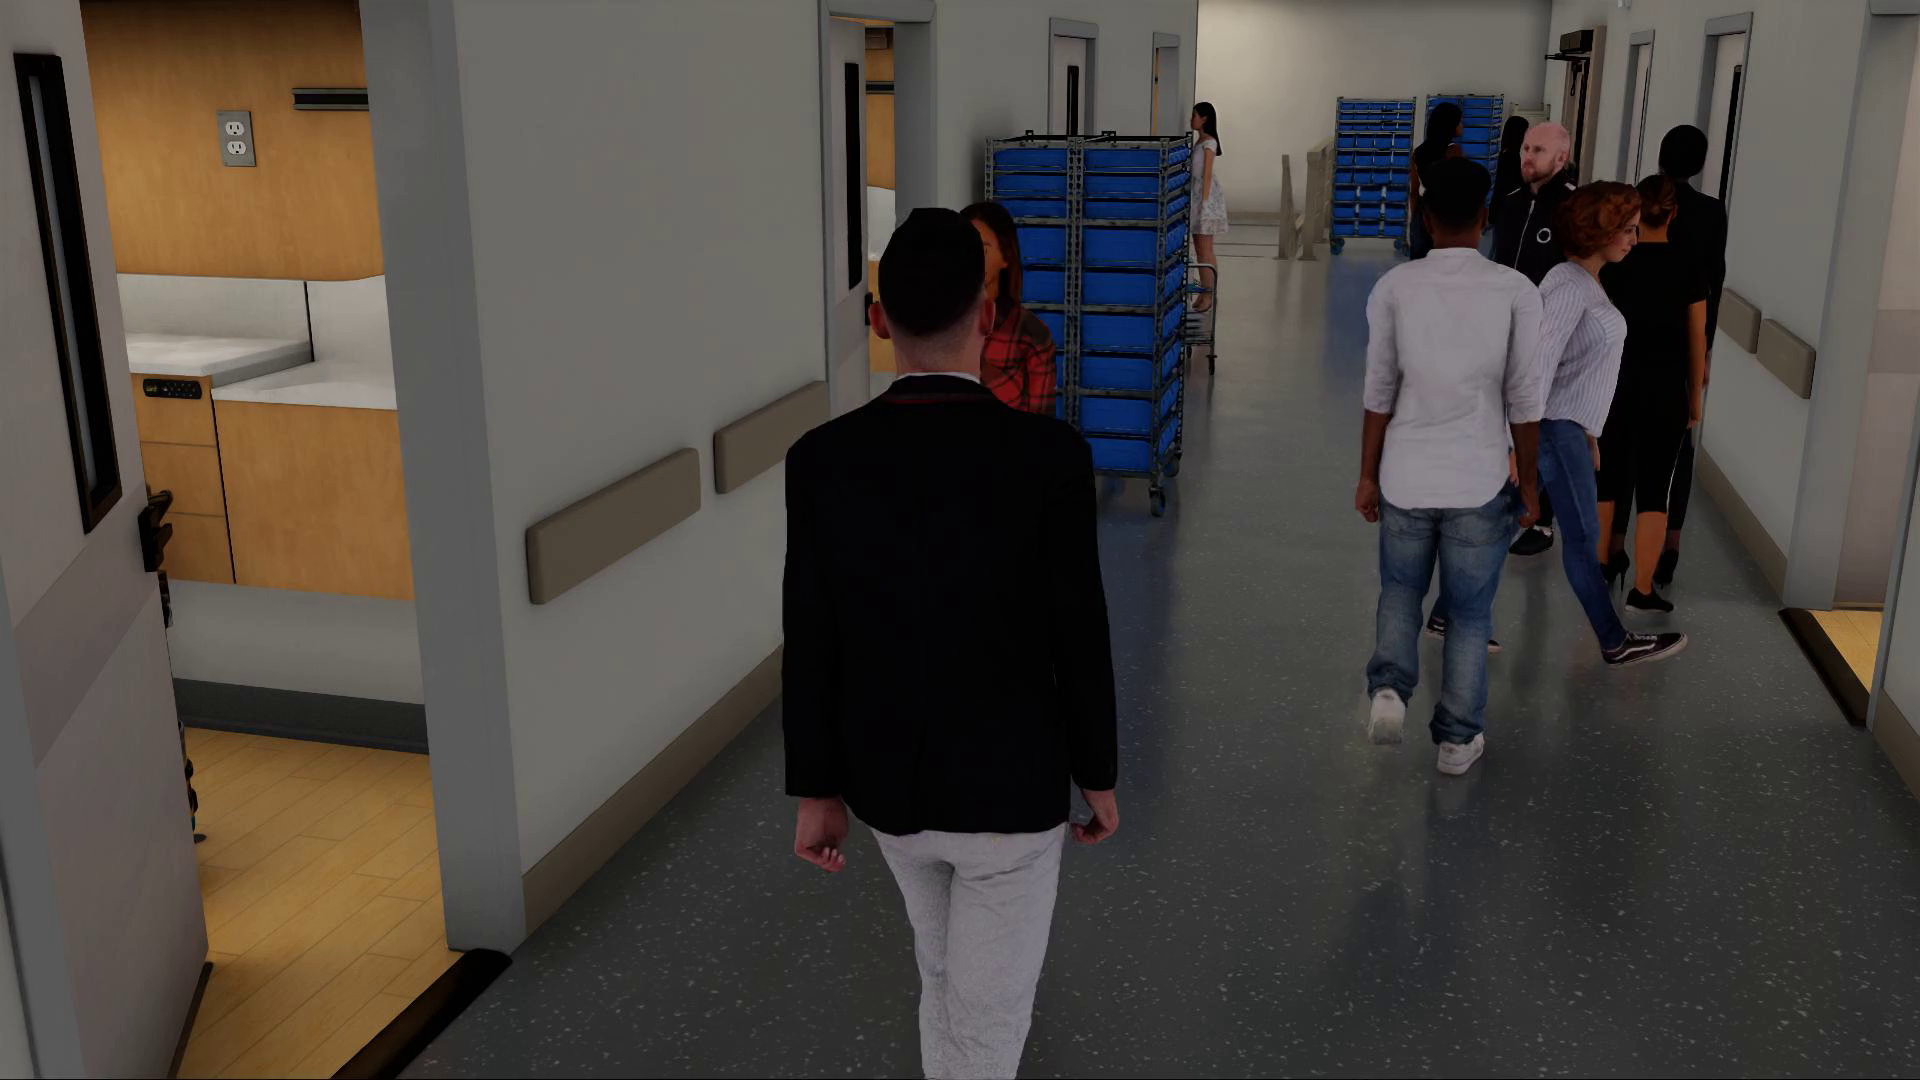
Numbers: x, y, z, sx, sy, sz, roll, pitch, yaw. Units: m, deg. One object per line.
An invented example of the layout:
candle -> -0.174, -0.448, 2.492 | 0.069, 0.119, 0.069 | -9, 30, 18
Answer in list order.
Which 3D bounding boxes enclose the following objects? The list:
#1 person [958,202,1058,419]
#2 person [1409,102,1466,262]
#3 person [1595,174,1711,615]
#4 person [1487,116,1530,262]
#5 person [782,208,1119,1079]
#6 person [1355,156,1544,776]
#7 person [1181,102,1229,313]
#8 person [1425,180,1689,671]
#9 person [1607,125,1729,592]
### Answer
person -> 0.087, -0.093, 4.691 | 0.712, 1.685, 0.967 | 7, 17, 23
person -> 3.564, -2.350, 12.471 | 0.807, 1.807, 0.747 | -9, 18, -29
person -> 2.589, -0.521, 6.333 | 0.619, 1.617, 0.962 | 5, 17, 18
person -> 4.940, -3.004, 15.092 | 0.649, 1.644, 0.502 | 1, 16, 5
person -> -0.036, 0.449, 2.534 | 0.756, 1.812, 1.167 | 6, 17, 20
person -> 1.368, -0.178, 4.806 | 0.765, 1.785, 0.813 | 10, 19, 32
person -> 2.098, -2.877, 14.409 | 0.801, 1.770, 0.682 | -1, 16, -3
person -> 1.923, -0.376, 5.744 | 0.846, 1.658, 1.083 | 8, 18, 27
person -> 2.765, -0.707, 6.594 | 0.637, 1.834, 0.580 | 1, 16, 3
